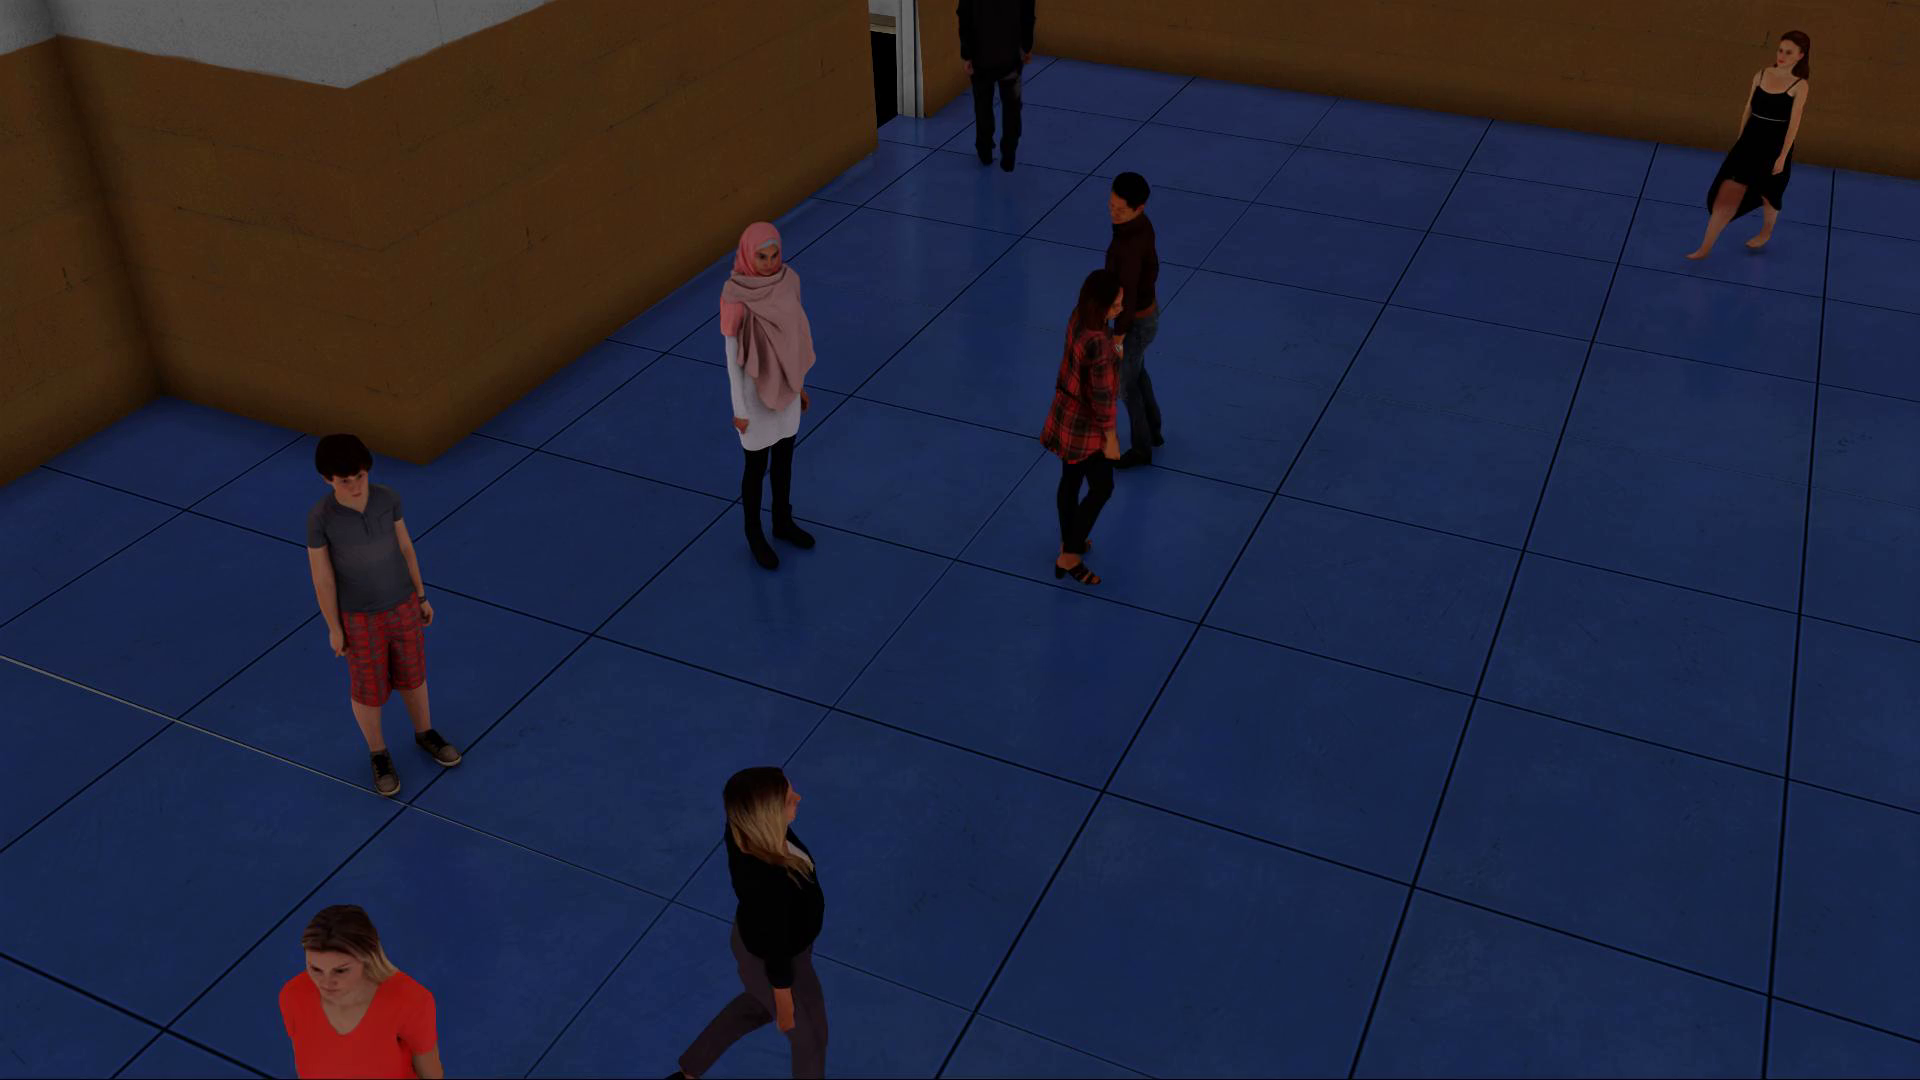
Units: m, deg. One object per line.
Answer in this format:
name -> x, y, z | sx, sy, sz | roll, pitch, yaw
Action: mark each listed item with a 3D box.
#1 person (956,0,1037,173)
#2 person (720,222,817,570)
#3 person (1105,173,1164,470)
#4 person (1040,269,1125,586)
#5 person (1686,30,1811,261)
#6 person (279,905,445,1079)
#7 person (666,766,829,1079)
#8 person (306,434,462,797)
person -> 0.289, -3.704, 12.676 | 1.045, 1.844, 1.057 | -1, 34, -2
person -> -0.959, -0.722, 8.251 | 0.697, 1.803, 0.706 | 28, 43, 35
person -> 0.991, -1.178, 8.993 | 0.751, 1.742, 0.867 | 12, 35, 17
person -> 0.612, -0.591, 8.160 | 0.782, 1.687, 0.721 | -22, 39, -29
person -> 5.559, -2.667, 11.388 | 0.980, 1.567, 1.117 | -23, 40, -31
person -> -1.629, 1.626, 4.832 | 0.843, 1.682, 0.826 | 2, 34, 2
person -> -0.672, 1.362, 5.255 | 1.001, 1.652, 0.955 | -12, 36, -18
person -> -2.413, 0.282, 6.868 | 0.668, 1.651, 0.662 | -25, 41, -32
